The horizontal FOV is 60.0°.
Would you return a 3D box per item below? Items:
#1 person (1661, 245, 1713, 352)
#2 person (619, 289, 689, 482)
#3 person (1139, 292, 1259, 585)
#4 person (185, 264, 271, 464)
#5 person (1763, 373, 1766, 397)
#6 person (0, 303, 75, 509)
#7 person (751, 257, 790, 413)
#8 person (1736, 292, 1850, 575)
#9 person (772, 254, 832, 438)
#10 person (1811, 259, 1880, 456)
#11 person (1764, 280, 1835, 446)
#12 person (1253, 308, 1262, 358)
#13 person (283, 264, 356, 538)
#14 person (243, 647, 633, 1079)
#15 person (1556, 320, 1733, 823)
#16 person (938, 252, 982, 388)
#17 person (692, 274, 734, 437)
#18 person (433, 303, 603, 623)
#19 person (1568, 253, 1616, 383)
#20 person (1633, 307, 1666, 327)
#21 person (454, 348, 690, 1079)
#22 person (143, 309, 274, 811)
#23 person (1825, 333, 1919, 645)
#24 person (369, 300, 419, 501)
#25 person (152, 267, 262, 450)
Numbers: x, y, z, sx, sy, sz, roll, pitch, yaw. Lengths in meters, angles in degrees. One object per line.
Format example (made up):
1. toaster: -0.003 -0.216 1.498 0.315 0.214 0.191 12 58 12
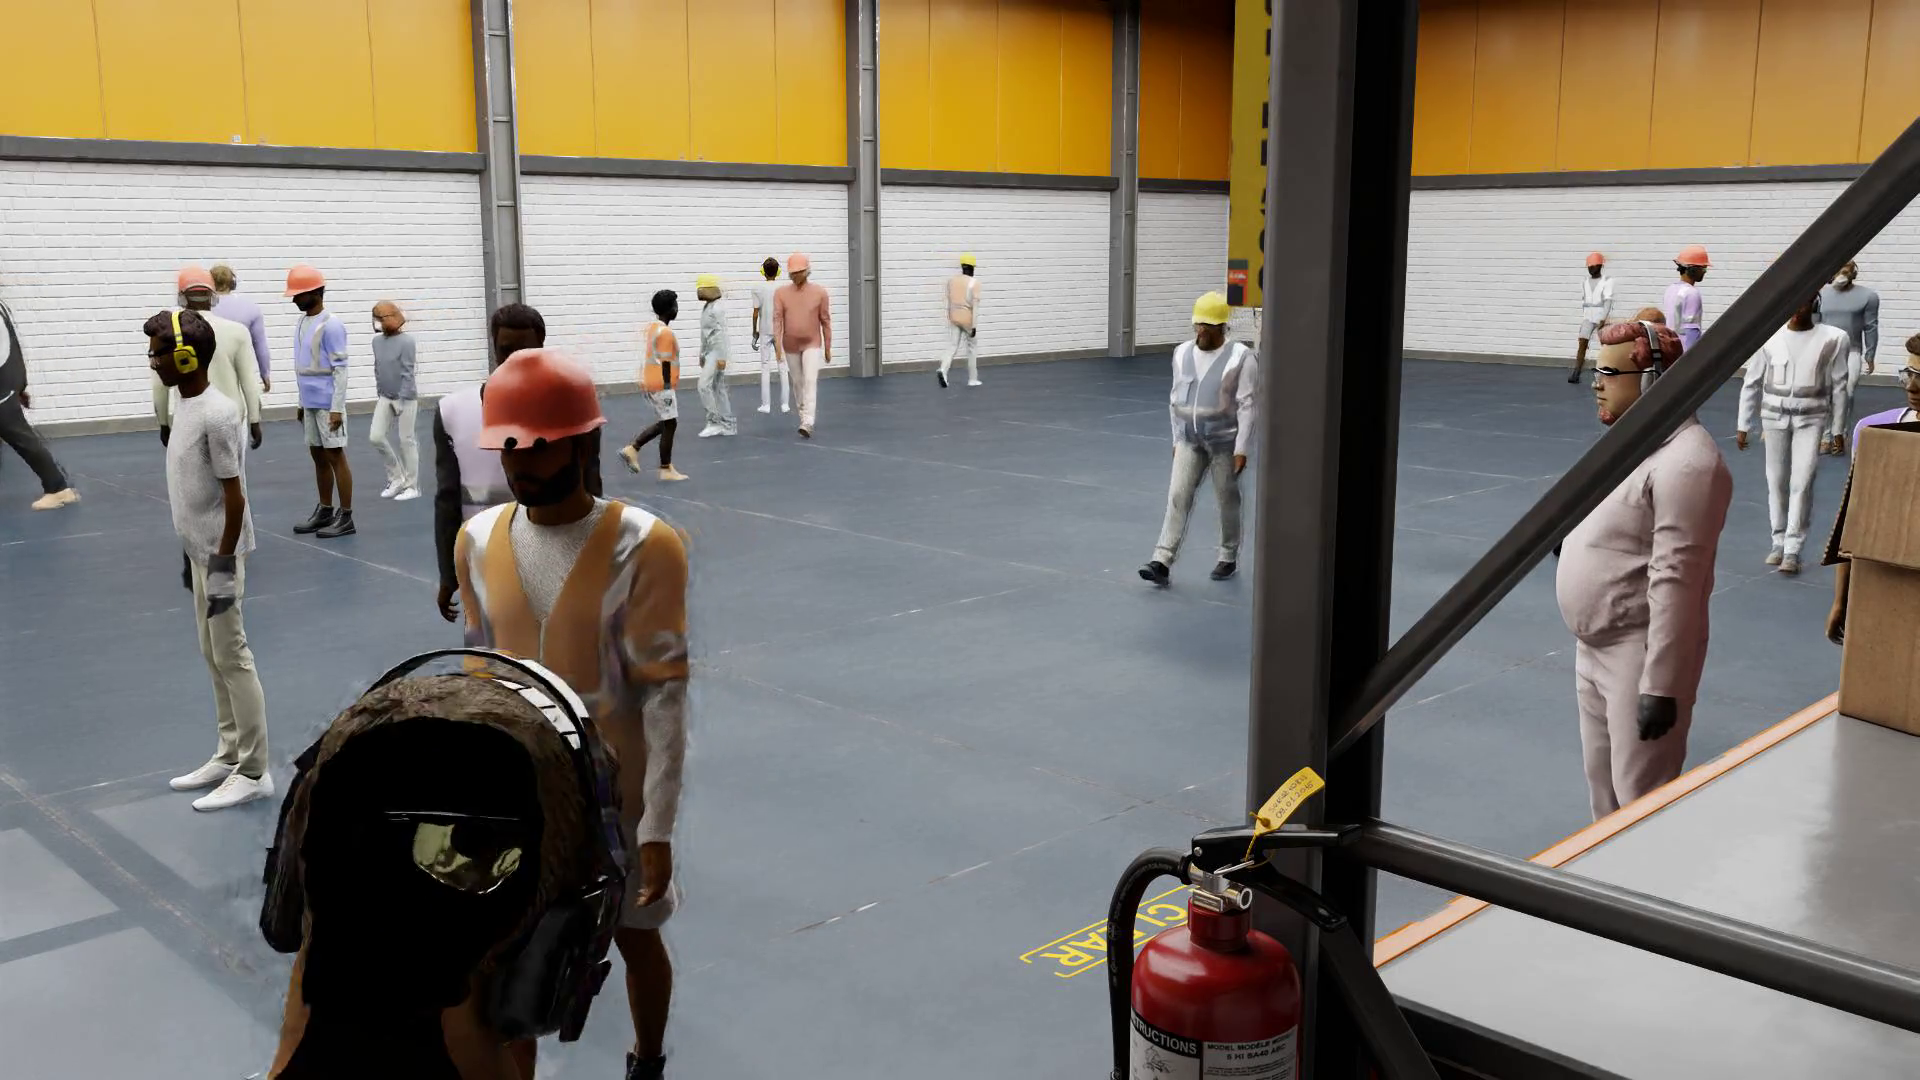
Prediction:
1. person: 6.651 -1.680 15.296 0.396 2.042 0.610 0 10 1
2. person: -2.641 -1.319 14.341 0.480 1.684 0.536 -4 11 -20
3. person: 1.465 -0.592 10.076 0.613 1.780 0.901 7 13 34
4. person: -6.330 -1.436 14.413 0.651 1.890 1.035 -3 11 -18
5. person: 9.869 -2.401 19.938 0.637 1.797 0.974 5 12 26
6. person: -7.482 -1.261 13.021 0.953 2.000 0.709 -3 11 -16
7. person: -2.269 -2.468 20.073 0.513 1.870 0.328 -3 11 -18
8. person: 5.254 -0.715 10.557 0.603 1.847 0.848 8 13 37
9. person: -1.688 -2.066 17.709 0.621 1.925 1.050 1 10 3
10. person: 8.462 -1.762 16.076 0.665 1.914 0.723 7 12 33
11. person: 8.617 -1.927 16.825 0.824 1.980 0.680 10 14 43
12. person: 5.306 -3.975 28.917 0.514 1.640 0.310 9 14 41
13. person: -4.543 -0.975 11.768 0.542 1.928 0.380 9 14 41
14. person: -0.387 1.019 1.081 0.659 1.878 0.871 -1 10 -3
15. person: 1.897 0.329 4.755 0.401 1.900 0.636 0 10 0
16. person: 0.014 -3.085 23.376 0.586 1.897 0.846 6 12 29
17. person: -2.654 -1.944 17.607 0.584 1.722 0.510 -5 11 -24
18. person: -1.603 0.080 6.100 0.601 1.902 0.737 -2 11 -10
19. person: 9.225 -3.207 24.096 1.022 1.889 0.547 -10 14 -42
20. person: 4.964 -0.876 12.089 0.451 1.619 0.503 -4 11 -22
21. person: -0.847 0.553 3.511 0.562 1.888 0.964 2 11 12
22. person: -2.816 0.075 6.221 0.329 1.865 0.518 -7 13 -35
23. person: 3.163 0.226 5.460 0.393 1.839 0.563 -8 13 -37
24. person: -4.542 -1.111 13.371 0.497 1.614 0.388 5 12 27
25. person: -4.870 -0.794 10.788 0.610 1.942 1.053 -7 12 -32
